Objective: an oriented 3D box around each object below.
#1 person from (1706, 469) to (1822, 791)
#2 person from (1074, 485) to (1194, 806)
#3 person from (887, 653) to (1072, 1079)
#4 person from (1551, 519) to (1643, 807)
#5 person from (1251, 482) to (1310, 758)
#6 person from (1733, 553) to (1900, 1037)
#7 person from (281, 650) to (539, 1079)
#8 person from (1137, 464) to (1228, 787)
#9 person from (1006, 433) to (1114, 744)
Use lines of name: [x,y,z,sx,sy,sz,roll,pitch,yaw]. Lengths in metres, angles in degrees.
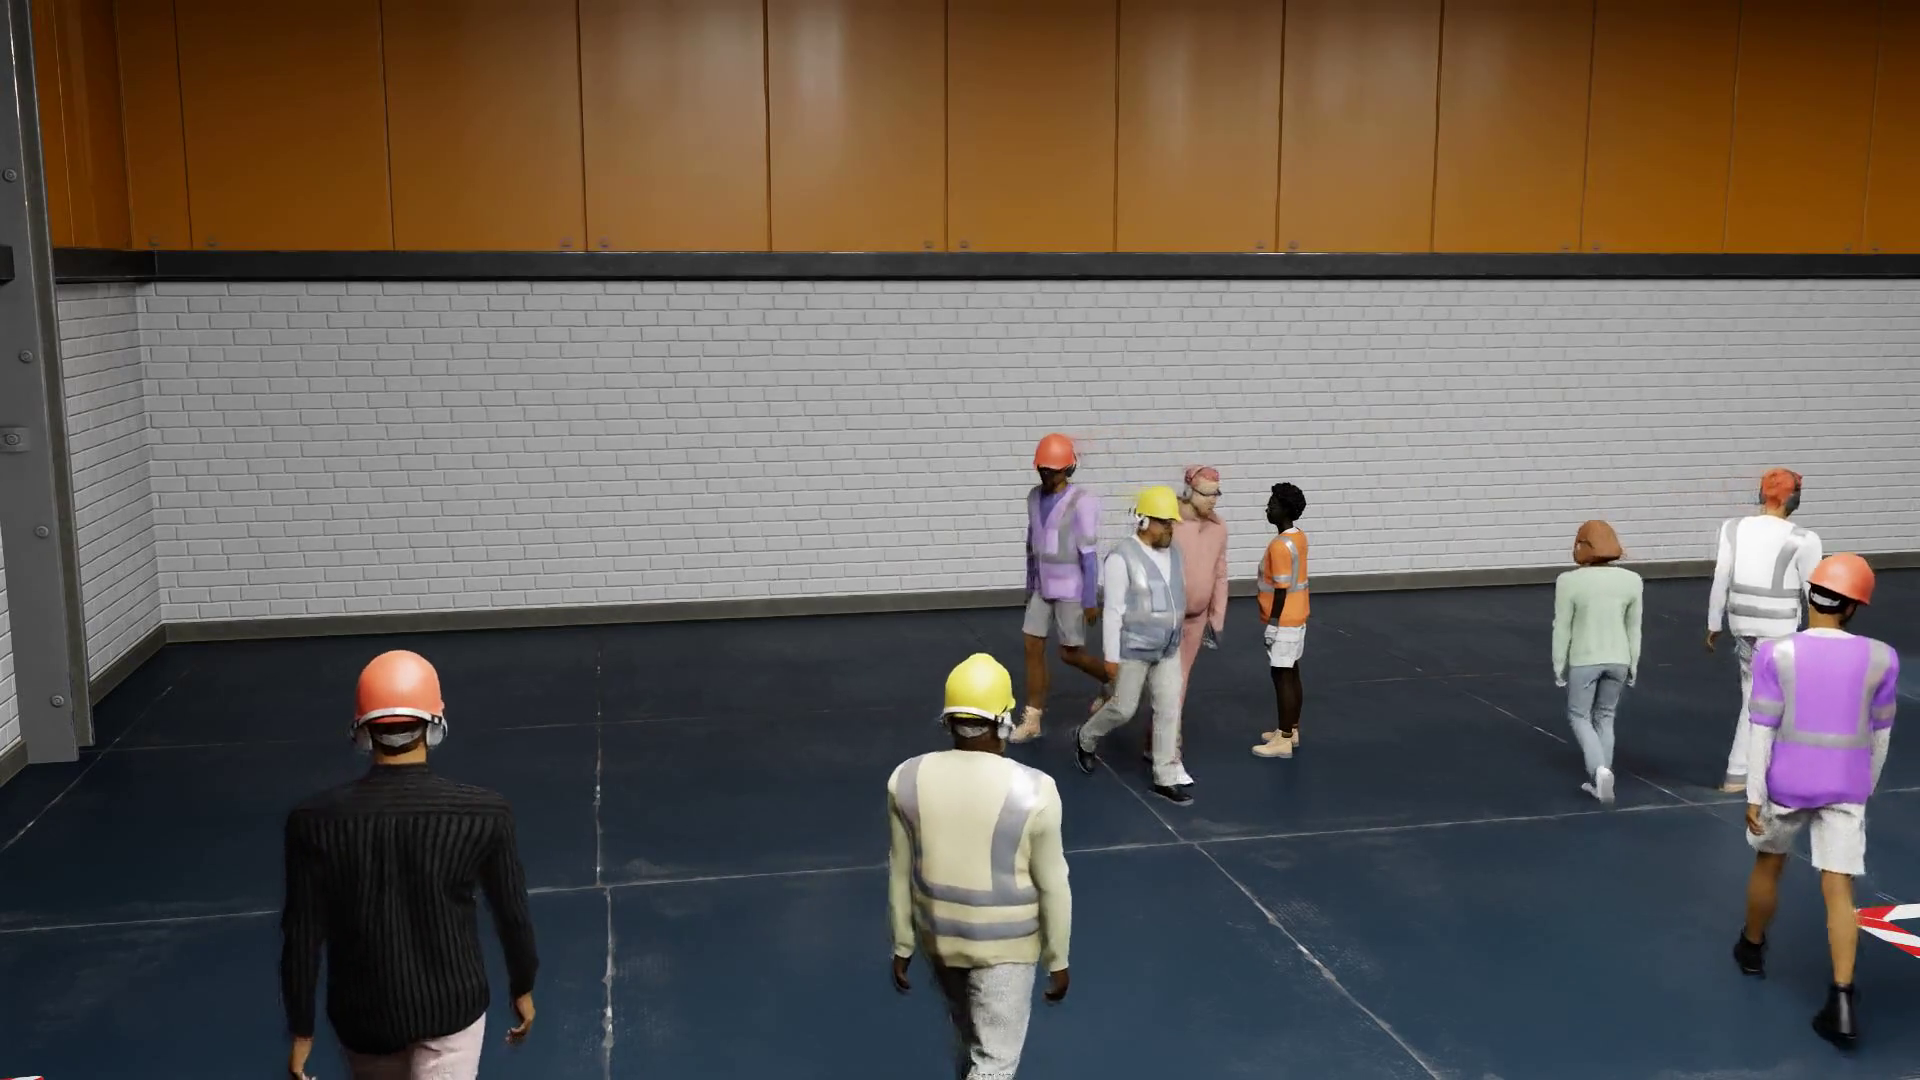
person: [4.745,0.508,9.641,0.873,1.851,0.615,-6,11,-33]
person: [0.999,0.565,9.473,0.590,1.802,0.804,-7,12,-38]
person: [0.047,1.254,5.256,0.595,1.800,0.886,5,10,26]
person: [3.548,0.706,9.202,0.498,1.616,0.592,0,9,0]
person: [1.984,0.487,10.246,0.316,1.700,0.540,4,10,23]
person: [3.441,0.991,6.673,0.543,1.879,0.969,3,10,18]
person: [-1.525,1.261,4.726,0.658,1.955,0.931,-1,9,-8]
person: [1.335,0.487,9.771,0.697,1.858,0.785,-7,11,-35]
person: [0.707,0.288,10.581,0.867,1.997,0.663,-7,11,-35]
